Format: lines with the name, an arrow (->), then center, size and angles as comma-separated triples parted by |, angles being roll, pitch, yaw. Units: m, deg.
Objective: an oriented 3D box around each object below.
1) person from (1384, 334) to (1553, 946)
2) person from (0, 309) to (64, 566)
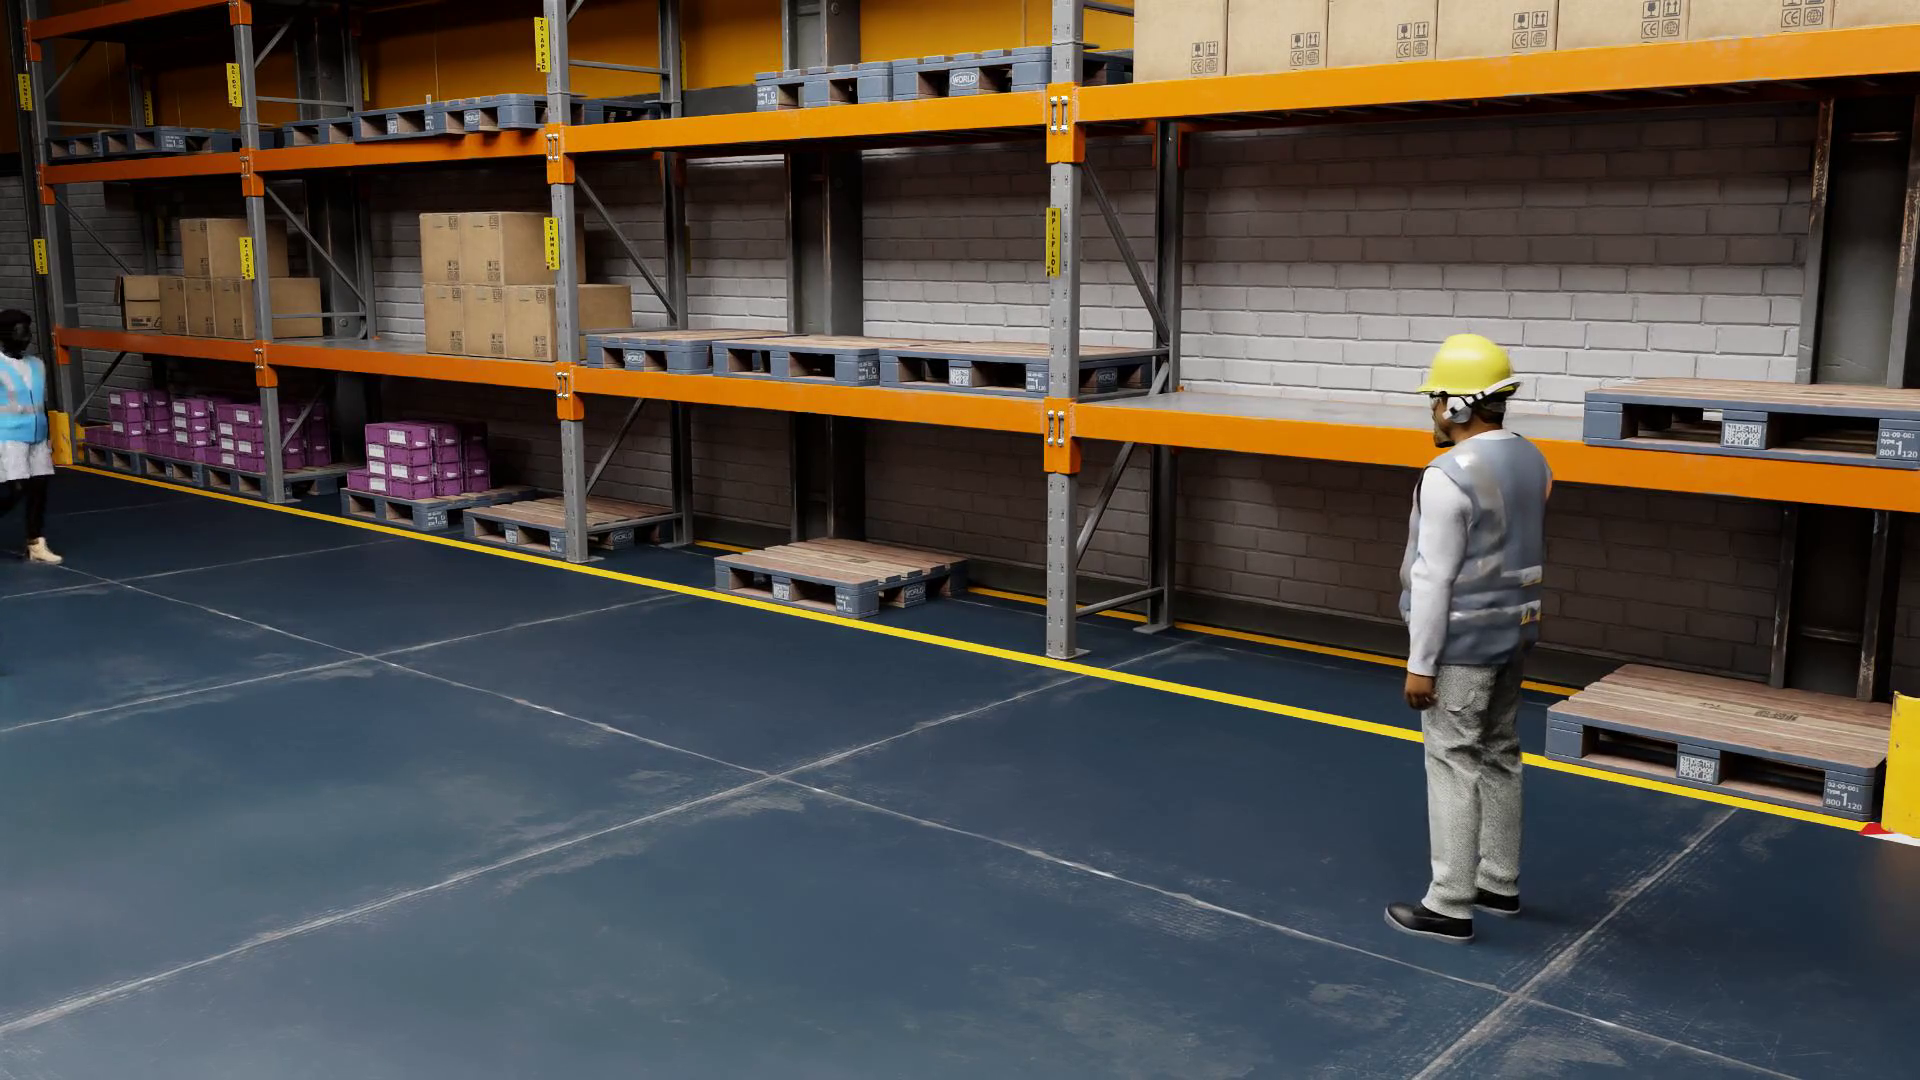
person -> 1.528, 0.297, 5.021 | 0.590, 1.823, 0.405 | -10, 14, -44
person -> -6.165, -0.664, 10.840 | 0.461, 1.683, 0.536 | 3, 10, 15
